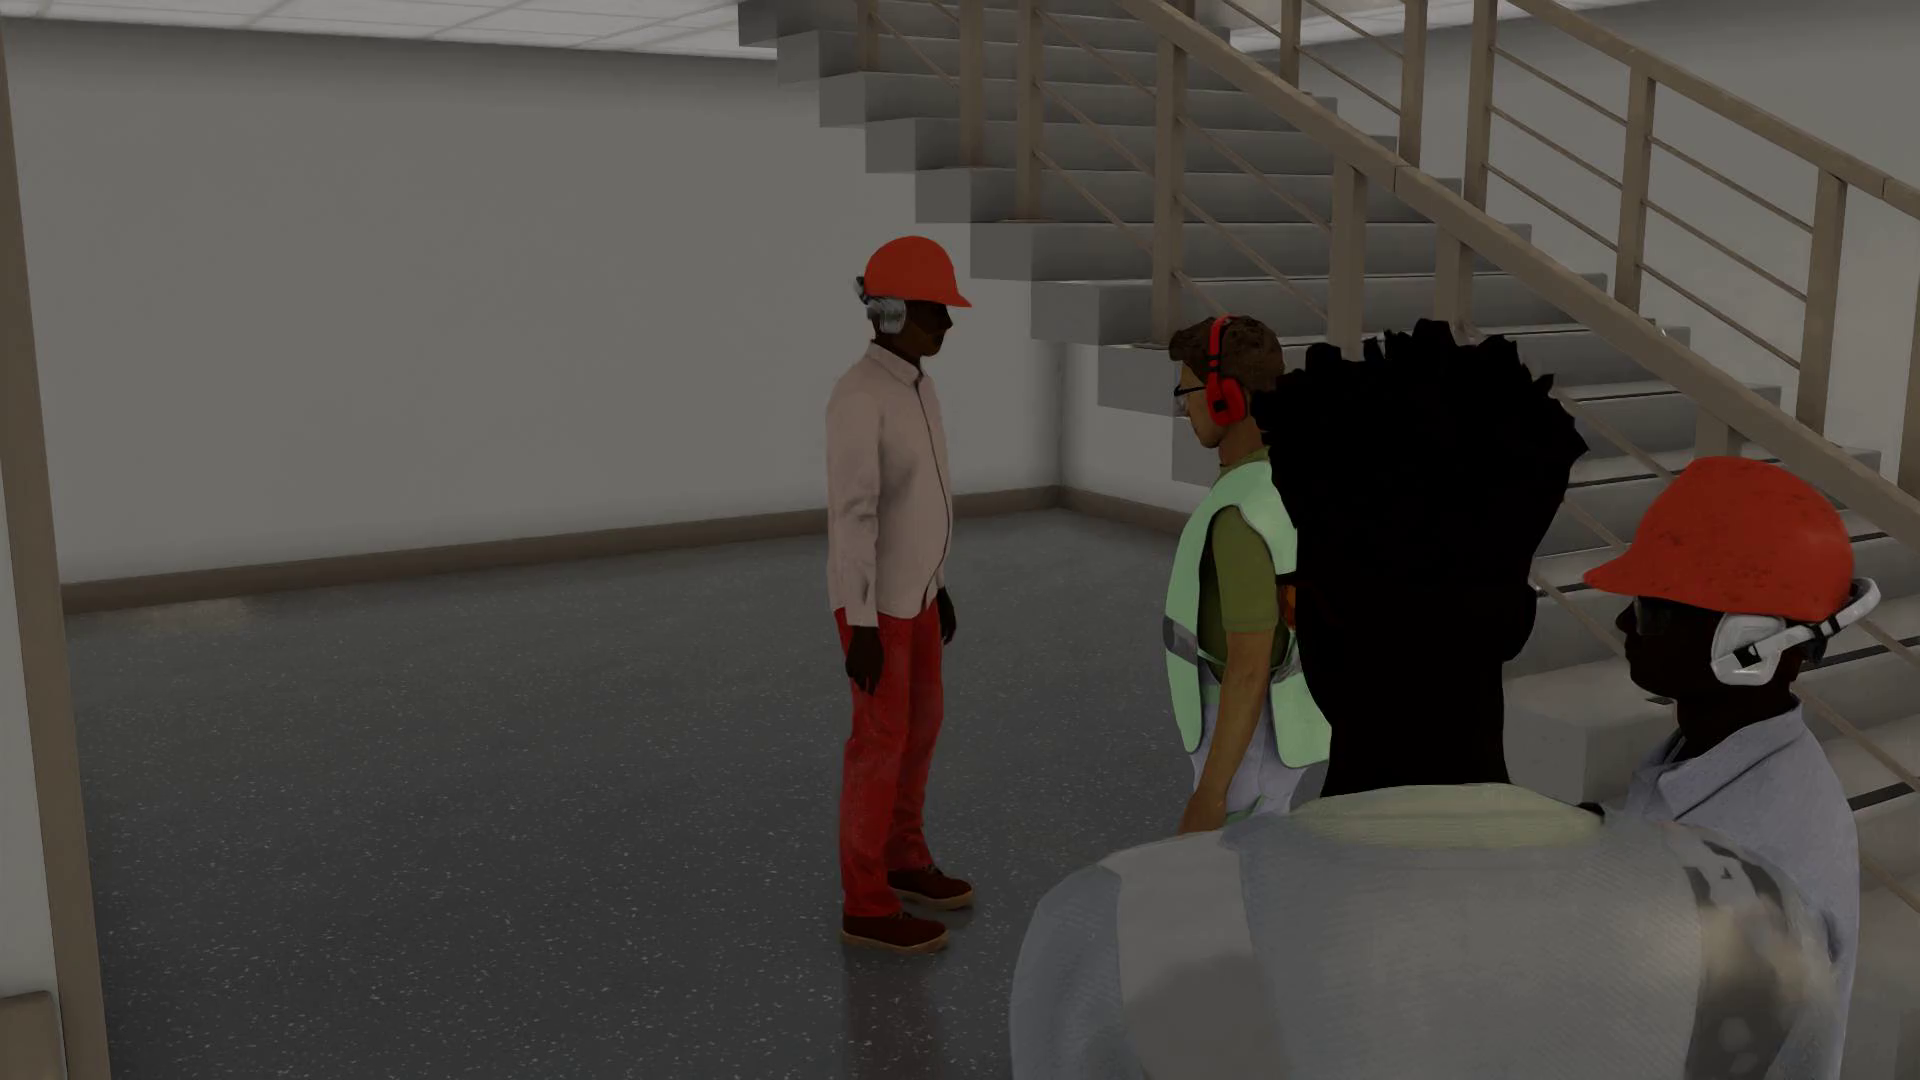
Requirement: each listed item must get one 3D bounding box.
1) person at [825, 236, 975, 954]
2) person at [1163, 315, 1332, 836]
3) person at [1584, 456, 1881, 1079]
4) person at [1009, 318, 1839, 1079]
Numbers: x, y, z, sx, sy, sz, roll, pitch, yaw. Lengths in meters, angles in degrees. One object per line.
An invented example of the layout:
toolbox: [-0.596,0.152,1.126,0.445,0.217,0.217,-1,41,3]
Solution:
person: [-0.175,0.150,4.689,0.410,1.988,0.643,3,11,16]
person: [0.608,0.452,3.510,0.388,1.837,0.564,4,11,19]
person: [0.889,0.766,2.062,0.318,1.756,0.561,3,11,17]
person: [0.324,0.812,1.310,0.608,1.955,0.385,-1,11,-7]
